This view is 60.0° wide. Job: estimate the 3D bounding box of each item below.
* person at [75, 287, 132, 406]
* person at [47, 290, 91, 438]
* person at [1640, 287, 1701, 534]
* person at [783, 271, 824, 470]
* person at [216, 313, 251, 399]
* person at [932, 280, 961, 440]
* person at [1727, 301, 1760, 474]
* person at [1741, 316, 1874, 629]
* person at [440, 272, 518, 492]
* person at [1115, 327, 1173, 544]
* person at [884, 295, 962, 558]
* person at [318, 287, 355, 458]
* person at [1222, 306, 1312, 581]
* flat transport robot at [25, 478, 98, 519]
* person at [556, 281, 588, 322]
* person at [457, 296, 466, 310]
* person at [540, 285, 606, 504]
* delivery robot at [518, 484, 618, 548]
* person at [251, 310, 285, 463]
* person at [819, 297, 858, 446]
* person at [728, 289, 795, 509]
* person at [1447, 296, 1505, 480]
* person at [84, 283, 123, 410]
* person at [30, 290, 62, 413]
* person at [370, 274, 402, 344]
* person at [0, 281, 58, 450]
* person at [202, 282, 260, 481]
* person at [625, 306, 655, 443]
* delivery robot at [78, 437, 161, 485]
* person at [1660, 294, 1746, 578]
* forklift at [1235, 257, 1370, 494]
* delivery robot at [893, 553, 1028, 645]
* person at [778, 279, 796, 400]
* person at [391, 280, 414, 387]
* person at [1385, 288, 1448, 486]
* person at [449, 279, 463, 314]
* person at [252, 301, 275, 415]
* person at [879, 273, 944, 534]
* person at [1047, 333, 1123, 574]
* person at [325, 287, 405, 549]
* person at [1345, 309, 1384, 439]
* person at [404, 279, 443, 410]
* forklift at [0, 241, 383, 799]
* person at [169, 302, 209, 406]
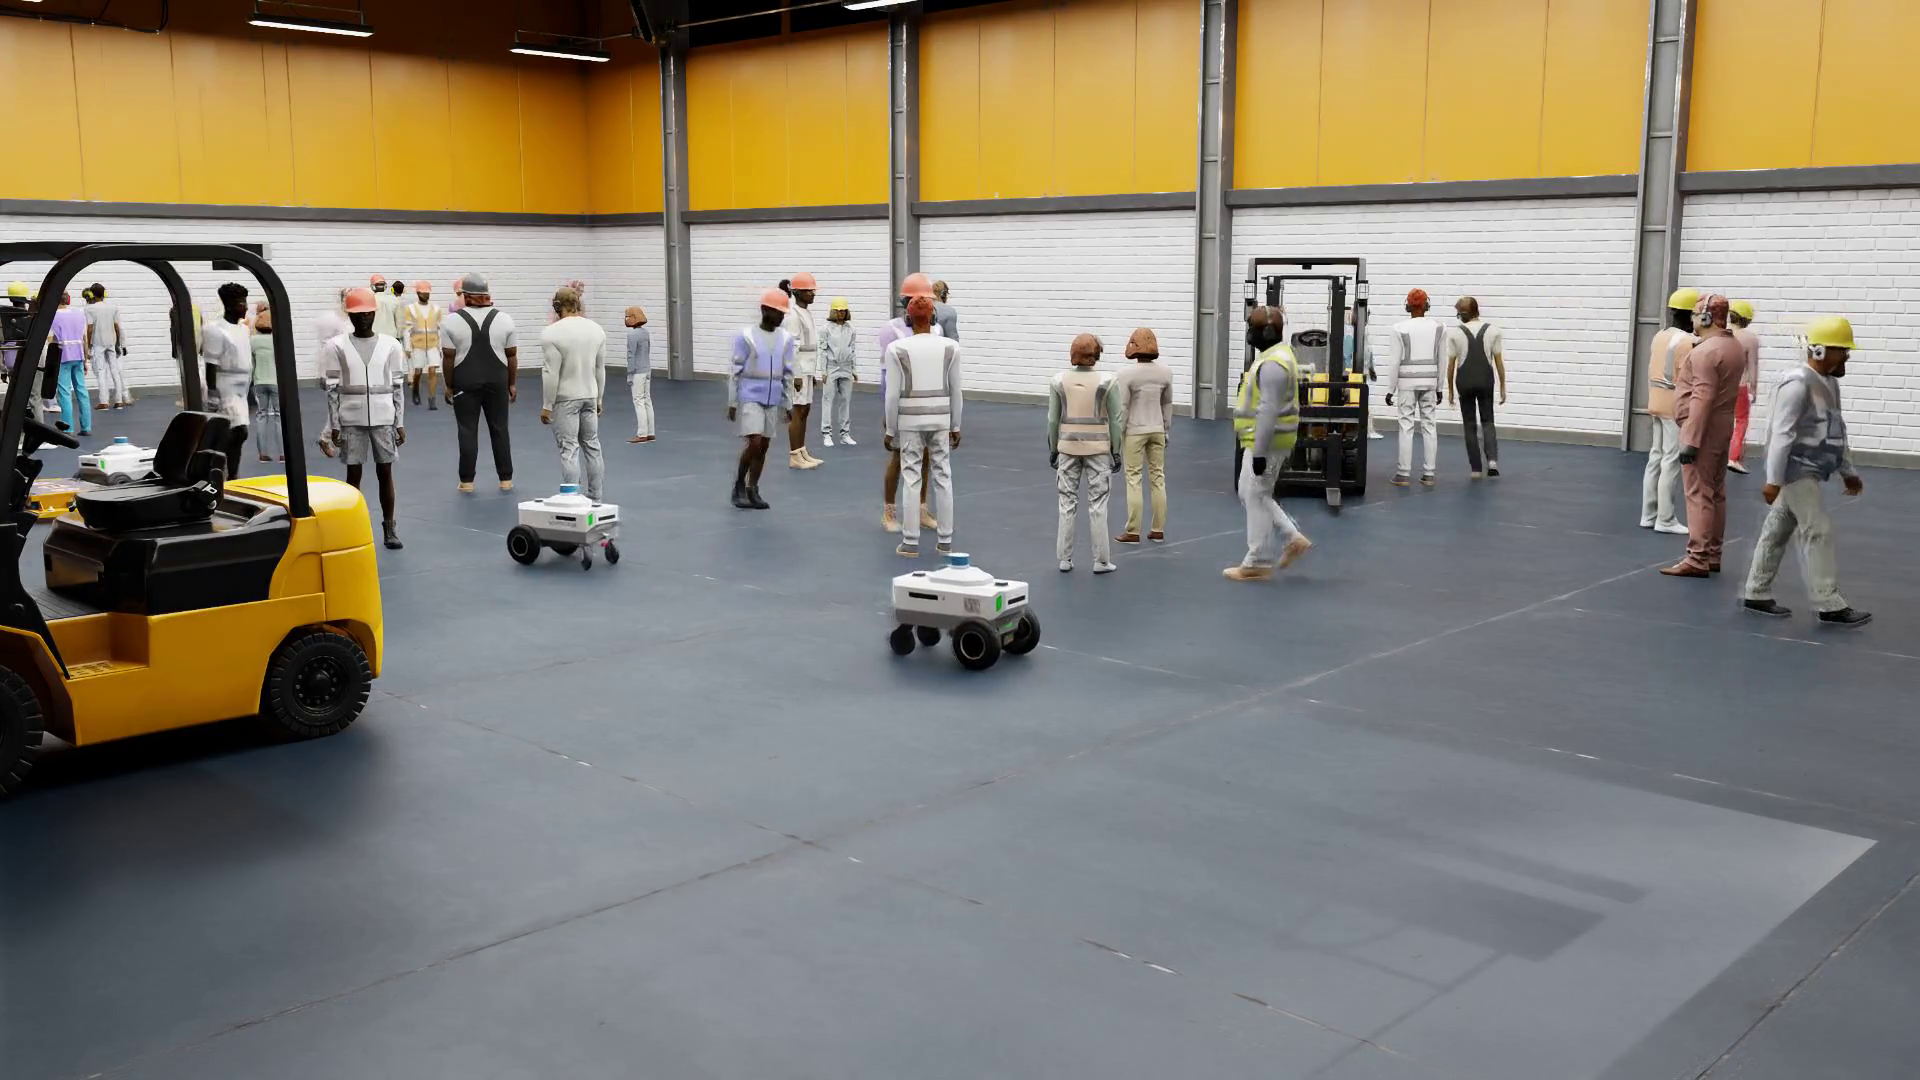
[{"bbox_3d":[-12.934,-2.901,25.044,0.667,1.803,0.440,-6,11,-31],"label":"person"},{"bbox_3d":[-10.951,-2.169,20.402,0.397,1.847,0.564,5,11,28],"label":"person"},{"bbox_3d":[5.617,-1.011,13.062,0.381,1.924,0.593,0,9,-2],"label":"person"},{"bbox_3d":[-1.615,-1.750,17.234,0.370,2.044,0.608,1,9,9],"label":"person"},{"bbox_3d":[-11.435,-3.017,26.172,0.536,1.673,0.774,-1,9,-8],"label":"person"},{"bbox_3d":[-0.266,-2.177,20.190,0.627,1.934,0.375,8,12,40],"label":"person"},{"bbox_3d":[7.810,-1.547,16.941,0.425,1.741,0.583,-9,13,-44],"label":"person"},{"bbox_3d":[5.003,-0.391,9.648,0.835,1.790,0.604,8,12,40],"label":"person"},{"bbox_3d":[-4.489,-1.471,15.529,0.688,2.000,0.539,-4,10,-23],"label":"person"},{"bbox_3d":[1.375,-0.781,12.547,0.497,1.633,0.285,-5,10,-27],"label":"person"},{"bbox_3d":[-0.264,-0.811,11.959,0.573,1.887,0.355,-3,10,-16],"label":"person"},{"bbox_3d":[-6.704,-1.813,18.129,0.462,1.878,0.668,3,10,19],"label":"person"},{"bbox_3d":[2.030,-0.626,10.980,0.488,1.829,0.652,2,9,11],"label":"person"},{"bbox_3d":[-7.760,-0.368,14.183,1.431,0.197,0.652,9,13,43],"label":"flat transport robot"},{"bbox_3d":[-6.998,-3.755,30.106,0.725,1.864,0.398,5,11,30],"label":"person"},{"bbox_3d":[-7.997,-3.393,27.489,0.425,1.979,0.651,6,11,34],"label":"person"},{"bbox_3d":[-3.216,-1.138,13.821,0.371,1.934,0.627,7,12,38],"label":"person"},{"bbox_3d":[-2.756,-0.153,11.705,0.707,0.478,0.477,5,10,28],"label":"delivery robot"},{"bbox_3d":[-7.373,-1.637,17.796,0.507,1.631,0.267,1,9,6],"label":"person"},{"bbox_3d":[-1.414,-1.971,19.504,0.484,1.745,0.296,-6,11,-32],"label":"person"},{"bbox_3d":[-1.674,-1.193,14.280,0.566,1.897,0.505,-7,12,-38],"label":"person"},{"bbox_3d":[5.060,-1.485,16.338,0.574,1.805,0.396,1,9,9],"label":"person"},{"bbox_3d":[-12.617,-2.841,24.478,0.327,1.865,0.521,7,12,36],"label":"person"},{"bbox_3d":[-13.219,-2.716,24.016,0.523,1.766,0.315,3,10,19],"label":"person"},{"bbox_3d":[-9.138,-3.206,26.319,0.609,1.992,0.382,-8,12,-41],"label":"person"},{"bbox_3d":[-10.678,-1.979,18.982,0.594,1.929,0.352,0,9,0],"label":"person"},{"bbox_3d":[-6.577,-1.343,15.012,0.450,1.951,0.629,0,9,0],"label":"person"},{"bbox_3d":[-3.839,-1.970,19.868,0.283,1.626,0.502,2,9,12],"label":"person"},{"bbox_3d":[-7.536,-0.685,14.967,0.477,0.478,0.707,4,10,22],"label":"delivery robot"},{"bbox_3d":[5.009,-0.701,11.226,0.409,1.905,0.651,8,12,41],"label":"person"},{"bbox_3d":[3.309,-1.629,16.029,1.214,2.155,2.313,2,9,11],"label":"forklift"},{"bbox_3d":[-0.003,0.313,8.851,0.707,0.478,0.477,6,11,31],"label":"delivery robot"},{"bbox_3d":[-2.747,-3.164,26.303,0.613,1.908,0.440,5,10,27],"label":"person"},{"bbox_3d":[-9.819,-3.610,29.171,0.531,1.870,0.318,-7,12,-39],"label":"person"},{"bbox_3d":[4.360,-1.454,15.905,0.572,1.886,0.355,-1,9,-5],"label":"person"},{"bbox_3d":[-8.299,-3.445,28.067,0.583,1.906,0.749,1,9,3],"label":"person"},{"bbox_3d":[-9.720,-2.573,23.553,0.546,1.614,0.675,8,12,41],"label":"person"},{"bbox_3d":[-0.346,-1.068,13.059,0.617,2.040,0.393,-8,12,-40],"label":"person"},{"bbox_3d":[0.849,-0.582,11.313,0.525,1.636,0.307,3,10,20],"label":"person"},{"bbox_3d":[-4.359,-0.883,12.243,0.545,1.938,0.359,-4,10,-24],"label":"person"},{"bbox_3d":[4.839,-2.055,20.439,0.827,1.604,0.515,6,11,34],"label":"person"},{"bbox_3d":[-7.898,-2.875,24.502,0.548,1.925,0.629,-5,10,-27],"label":"person"},{"bbox_3d":[-3.706,-0.171,7.093,1.214,2.155,2.313,9,13,43],"label":"forklift"},{"bbox_3d":[-11.655,-2.930,25.153,0.512,1.822,0.667,1,9,6],"label":"person"}]
